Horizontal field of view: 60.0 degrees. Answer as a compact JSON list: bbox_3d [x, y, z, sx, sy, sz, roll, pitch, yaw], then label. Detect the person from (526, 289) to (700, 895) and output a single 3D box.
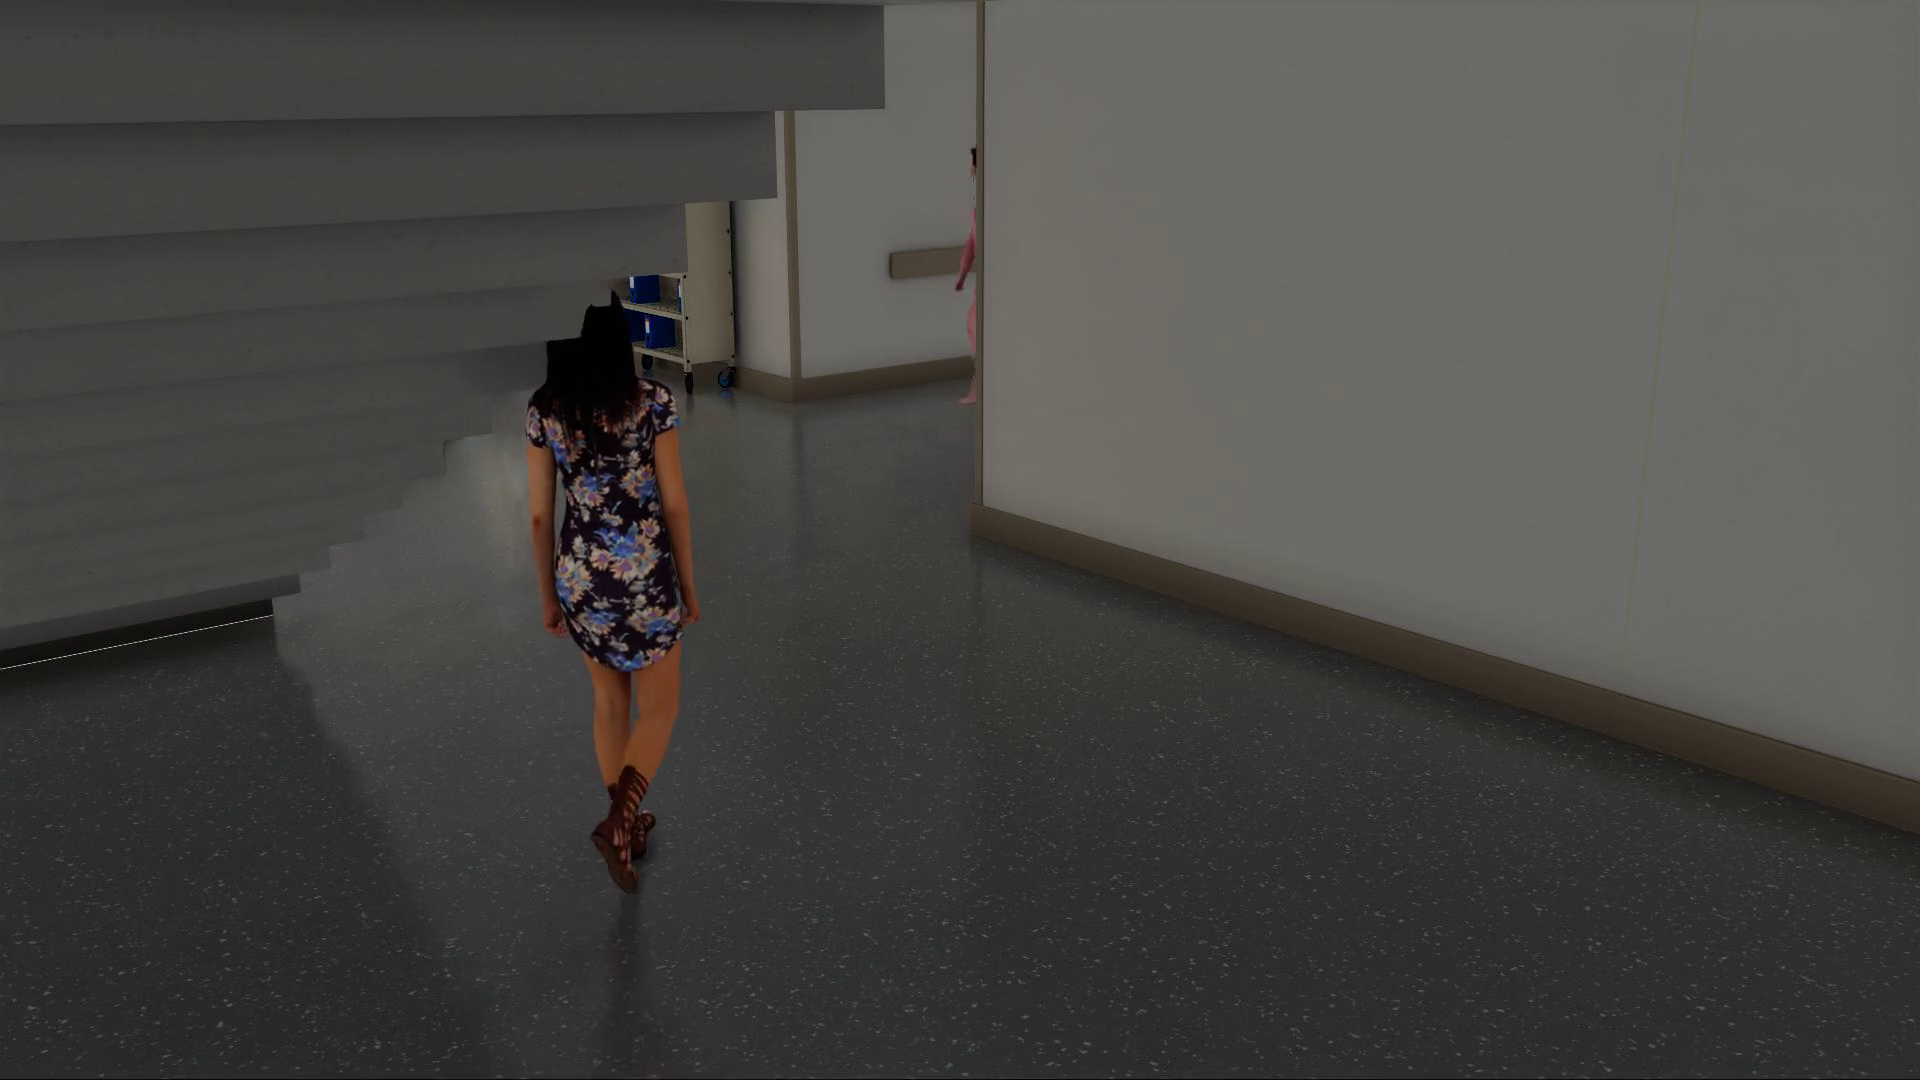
[{"bbox_3d":[-0.965,0.167,4.616,0.938,1.715,0.999,1,16,4],"label":"person"}]
